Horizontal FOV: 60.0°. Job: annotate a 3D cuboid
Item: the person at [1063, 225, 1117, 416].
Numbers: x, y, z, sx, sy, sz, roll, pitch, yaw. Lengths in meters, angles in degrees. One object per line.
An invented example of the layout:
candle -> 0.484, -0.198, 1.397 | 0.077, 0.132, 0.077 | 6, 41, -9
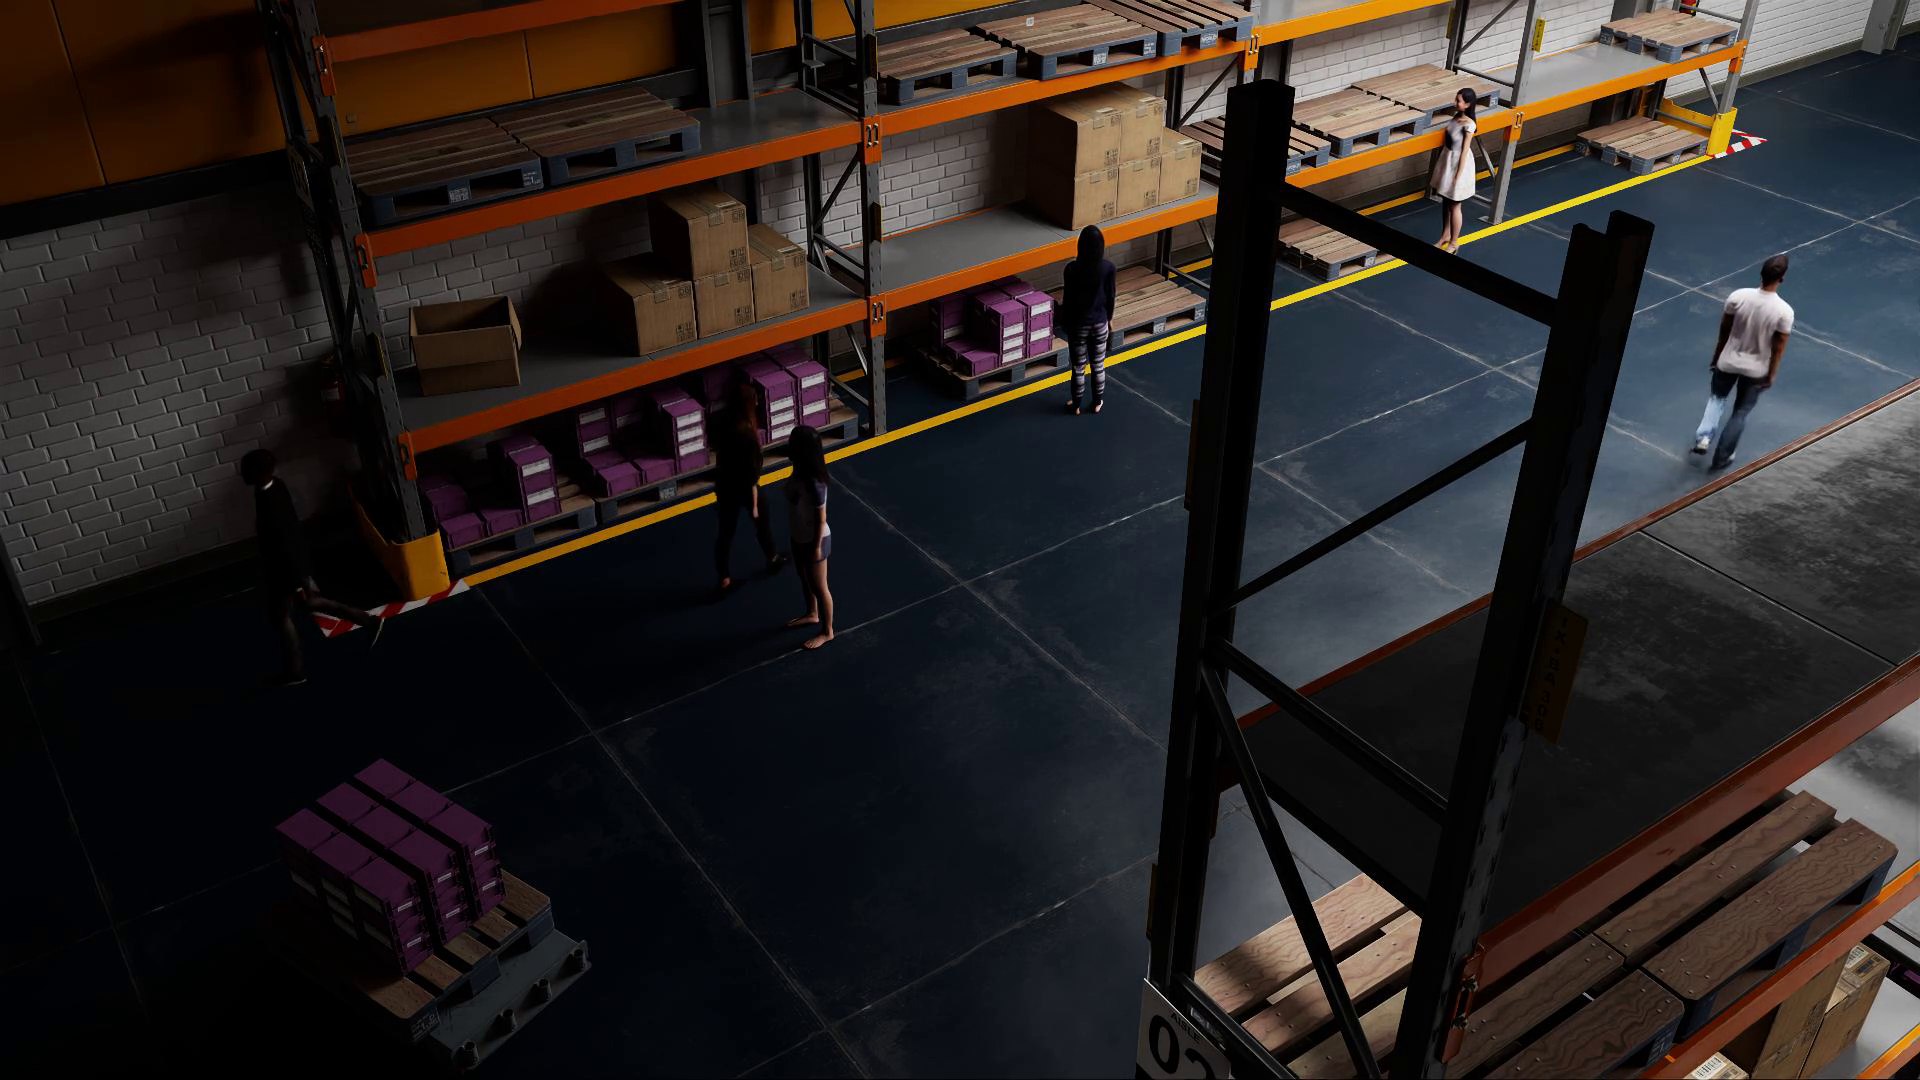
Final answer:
person -> 1.097, -1.879, 14.223 | 0.626, 1.735, 0.742 | -3, 34, -4

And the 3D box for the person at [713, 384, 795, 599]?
person -> -1.666, -0.314, 11.923 | 0.765, 1.674, 1.026 | 26, 41, 33

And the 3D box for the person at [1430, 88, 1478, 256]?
person -> 5.063, -3.759, 17.021 | 0.796, 1.769, 0.774 | -3, 34, -5

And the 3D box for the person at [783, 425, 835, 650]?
person -> -1.042, -0.039, 11.481 | 0.568, 1.706, 0.621 | -16, 37, -22

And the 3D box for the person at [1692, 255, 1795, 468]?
person -> 6.274, -1.391, 13.390 | 0.757, 1.845, 0.791 | 26, 42, 33

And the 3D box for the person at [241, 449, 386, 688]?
person -> -4.382, 0.174, 11.100 | 1.170, 1.773, 0.849 | -12, 35, -17
